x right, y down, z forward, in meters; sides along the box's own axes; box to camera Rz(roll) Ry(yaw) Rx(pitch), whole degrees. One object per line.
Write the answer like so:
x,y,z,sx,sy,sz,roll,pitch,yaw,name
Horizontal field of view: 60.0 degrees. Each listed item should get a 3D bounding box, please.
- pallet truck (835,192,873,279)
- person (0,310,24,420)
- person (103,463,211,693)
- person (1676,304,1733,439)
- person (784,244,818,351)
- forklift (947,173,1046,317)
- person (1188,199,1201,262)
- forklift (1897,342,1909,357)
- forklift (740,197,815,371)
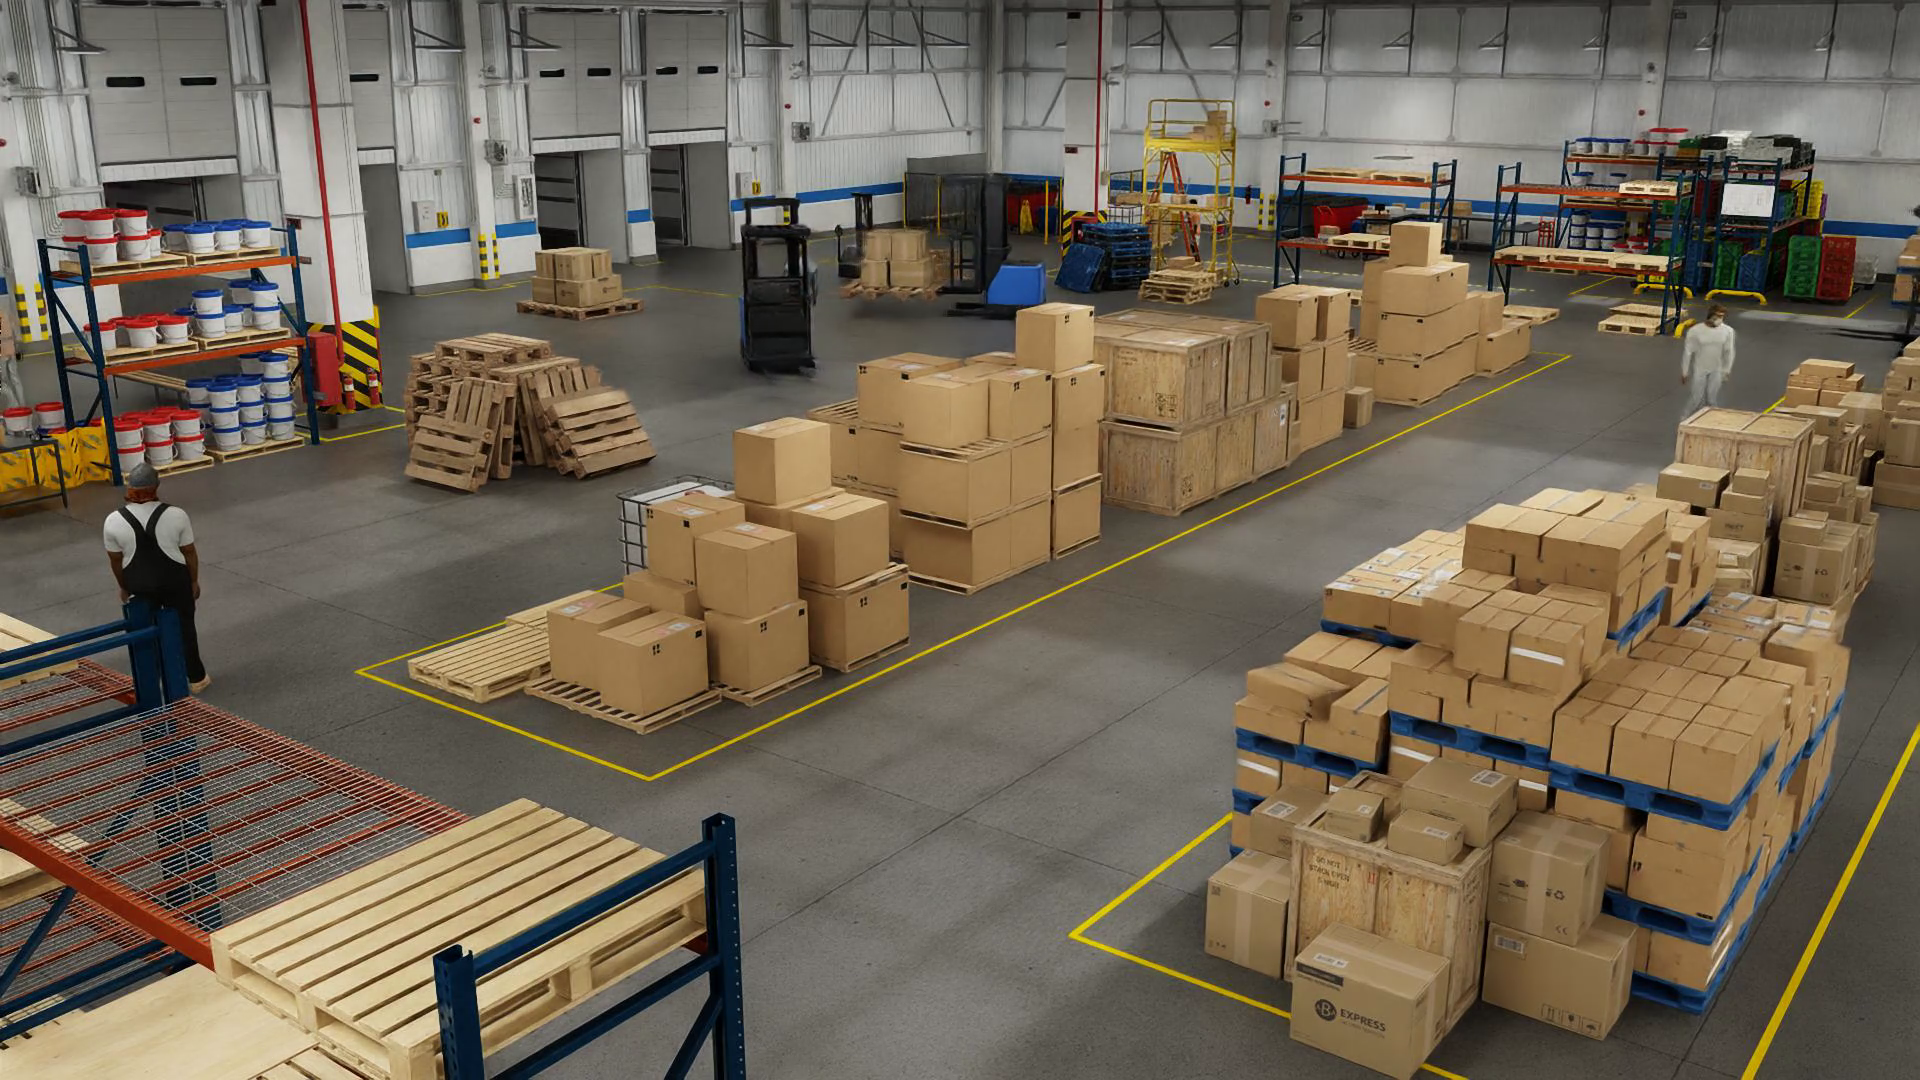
-1.936,-7.159,38.982,1.885,1.965,0.823,-12,21,-34,pallet truck
-14.143,-2.742,24.533,0.418,1.906,0.733,2,17,6,person
-6.802,0.329,14.115,0.682,2.000,0.538,-5,17,-15,person
10.342,-2.298,23.025,0.628,1.924,0.548,-1,17,-3,person
-2.830,-4.309,29.671,0.636,1.930,0.371,-8,19,-26,person
0.765,-5.908,33.337,1.873,2.768,1.129,3,17,10,forklift
5.694,-7.458,40.510,0.319,1.687,0.534,-1,17,-4,person
17.499,-4.498,28.670,1.873,2.768,1.129,11,20,32,forklift
-3.194,-4.439,28.473,1.129,2.768,1.873,-4,17,-12,forklift
